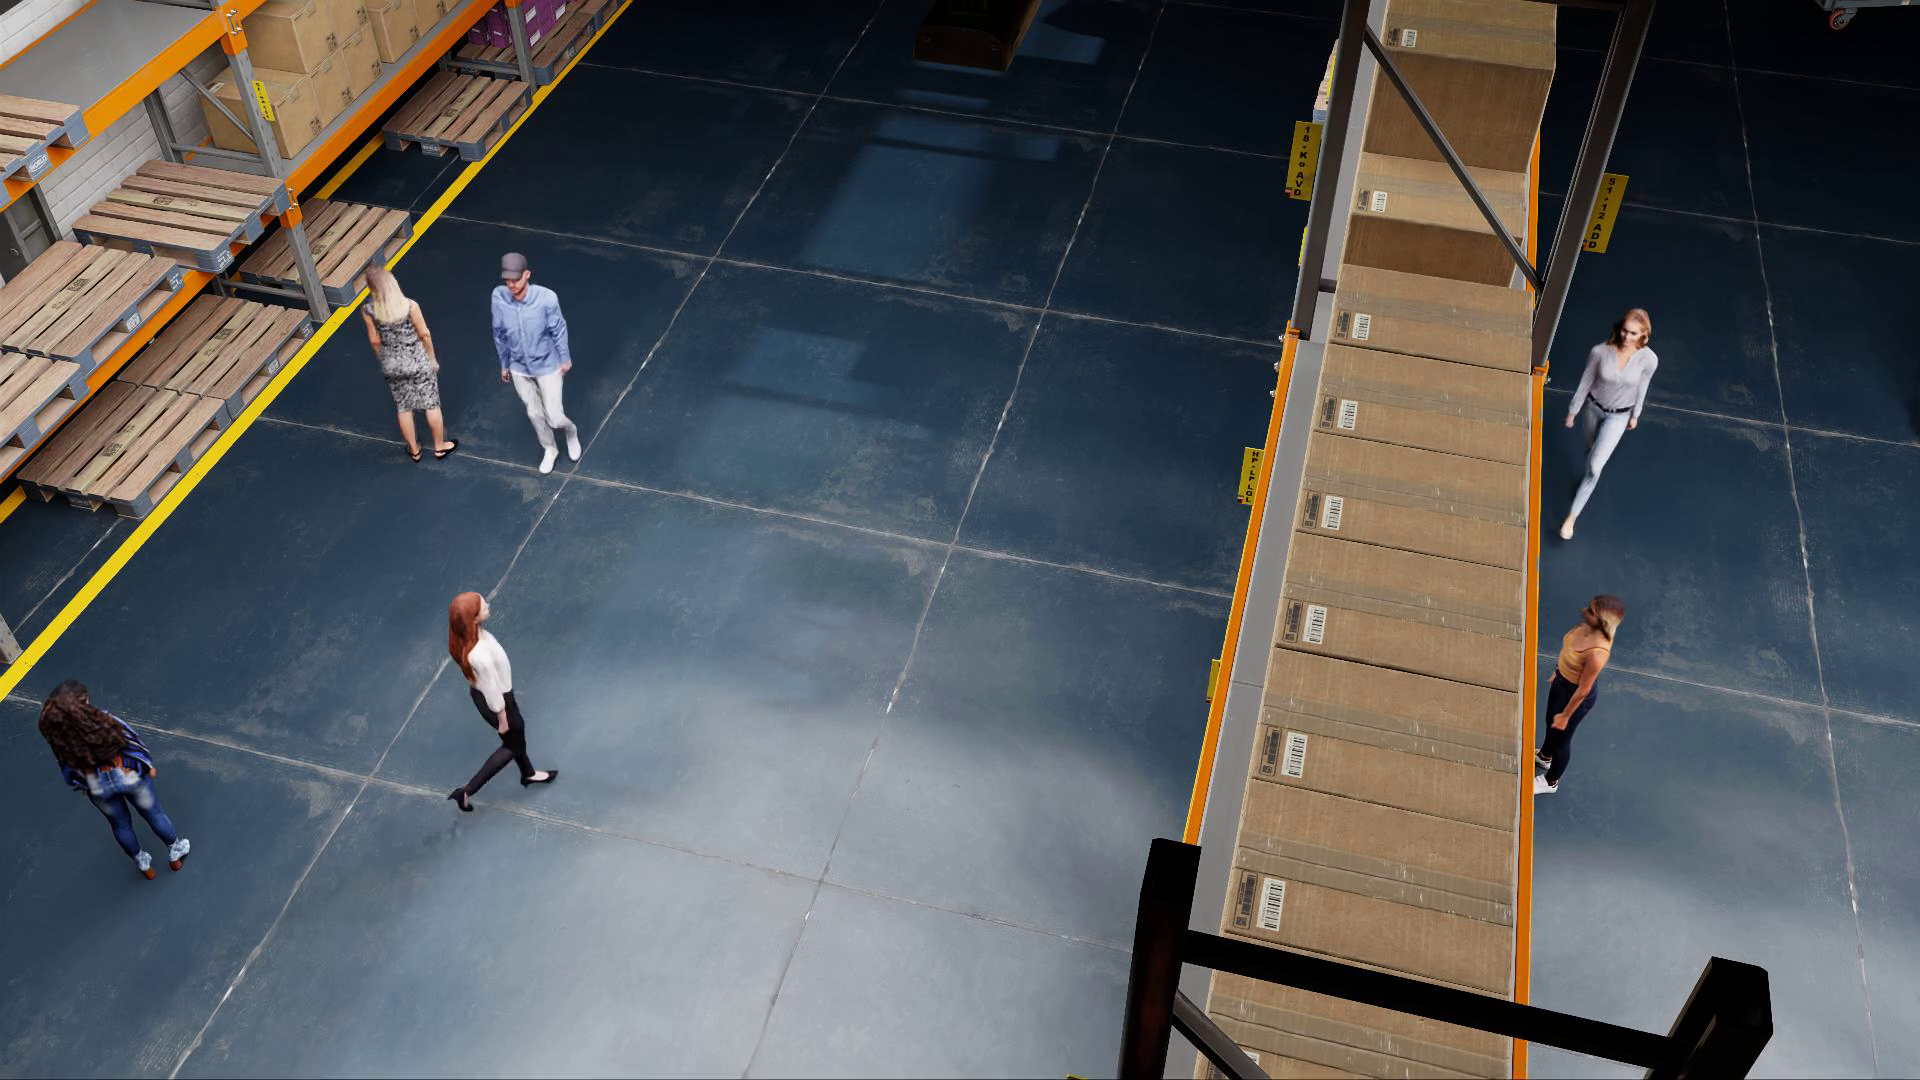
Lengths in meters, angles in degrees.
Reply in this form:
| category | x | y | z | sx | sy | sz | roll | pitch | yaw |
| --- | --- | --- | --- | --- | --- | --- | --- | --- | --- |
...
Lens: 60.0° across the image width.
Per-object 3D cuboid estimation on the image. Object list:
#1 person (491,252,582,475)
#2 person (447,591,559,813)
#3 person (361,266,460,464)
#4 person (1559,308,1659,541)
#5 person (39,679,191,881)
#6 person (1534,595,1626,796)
| category | x | y | z | sx | sy | sz | roll | pitch | yaw |
| --- | --- | --- | --- | --- | --- | --- | --- | --- | --- |
| person | -3.085 | -1.343 | 12.130 | 0.694 | 1.880 | 0.679 | 4 | 44 | 5 |
| person | -2.804 | 0.988 | 9.782 | 1.027 | 1.744 | 0.930 | -27 | 50 | -25 |
| person | -4.061 | -1.274 | 12.193 | 0.645 | 1.694 | 0.609 | 2 | 44 | 2 |
| person | 4.593 | -0.934 | 11.794 | 0.828 | 1.751 | 1.201 | 22 | 48 | 22 |
| person | -4.814 | 1.365 | 9.480 | 0.695 | 1.615 | 0.723 | -14 | 45 | -14 |
| person | 3.659 | 0.911 | 9.946 | 0.640 | 1.629 | 0.476 | 7 | 44 | 7 |
